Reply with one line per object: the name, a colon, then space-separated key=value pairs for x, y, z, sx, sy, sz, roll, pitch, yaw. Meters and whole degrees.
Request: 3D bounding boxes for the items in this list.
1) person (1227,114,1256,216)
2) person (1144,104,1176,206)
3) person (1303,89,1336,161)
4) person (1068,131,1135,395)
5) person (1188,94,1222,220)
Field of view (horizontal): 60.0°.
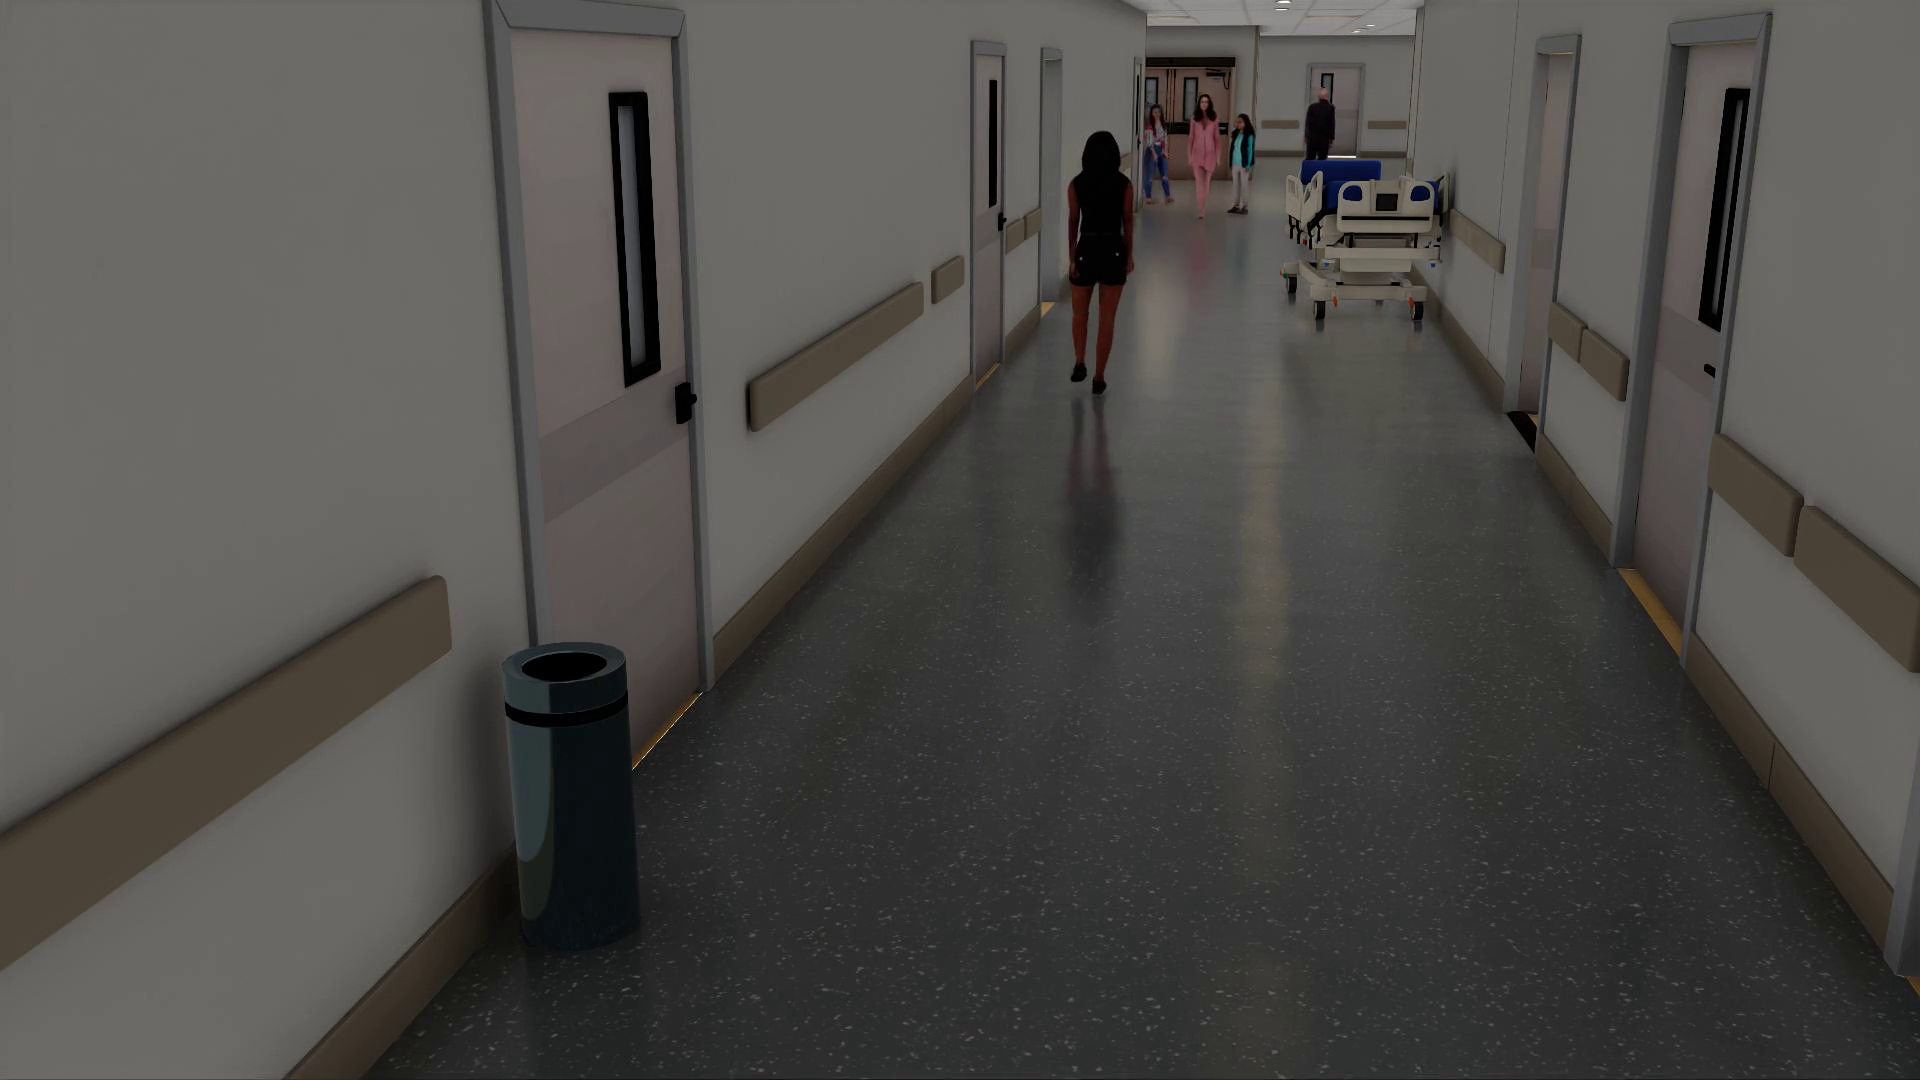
person: x=4.311 y=-5.746 z=25.412 sx=0.746 sy=1.500 sz=0.682 roll=-12 pitch=20 yaw=-37
person: x=3.109 y=-6.206 z=26.901 sx=1.000 sy=1.579 sz=0.979 roll=-8 pitch=17 yaw=-25
person: x=6.354 y=-7.064 z=29.514 sx=0.750 sy=1.812 sz=0.804 roll=5 pitch=16 yaw=16
person: x=0.928 y=-1.815 z=11.053 sx=0.516 sy=1.726 sz=0.652 roll=2 pitch=16 yaw=7
person: x=3.585 y=-5.590 z=24.384 sx=1.072 sy=1.759 sz=0.729 roll=2 pitch=16 yaw=6
